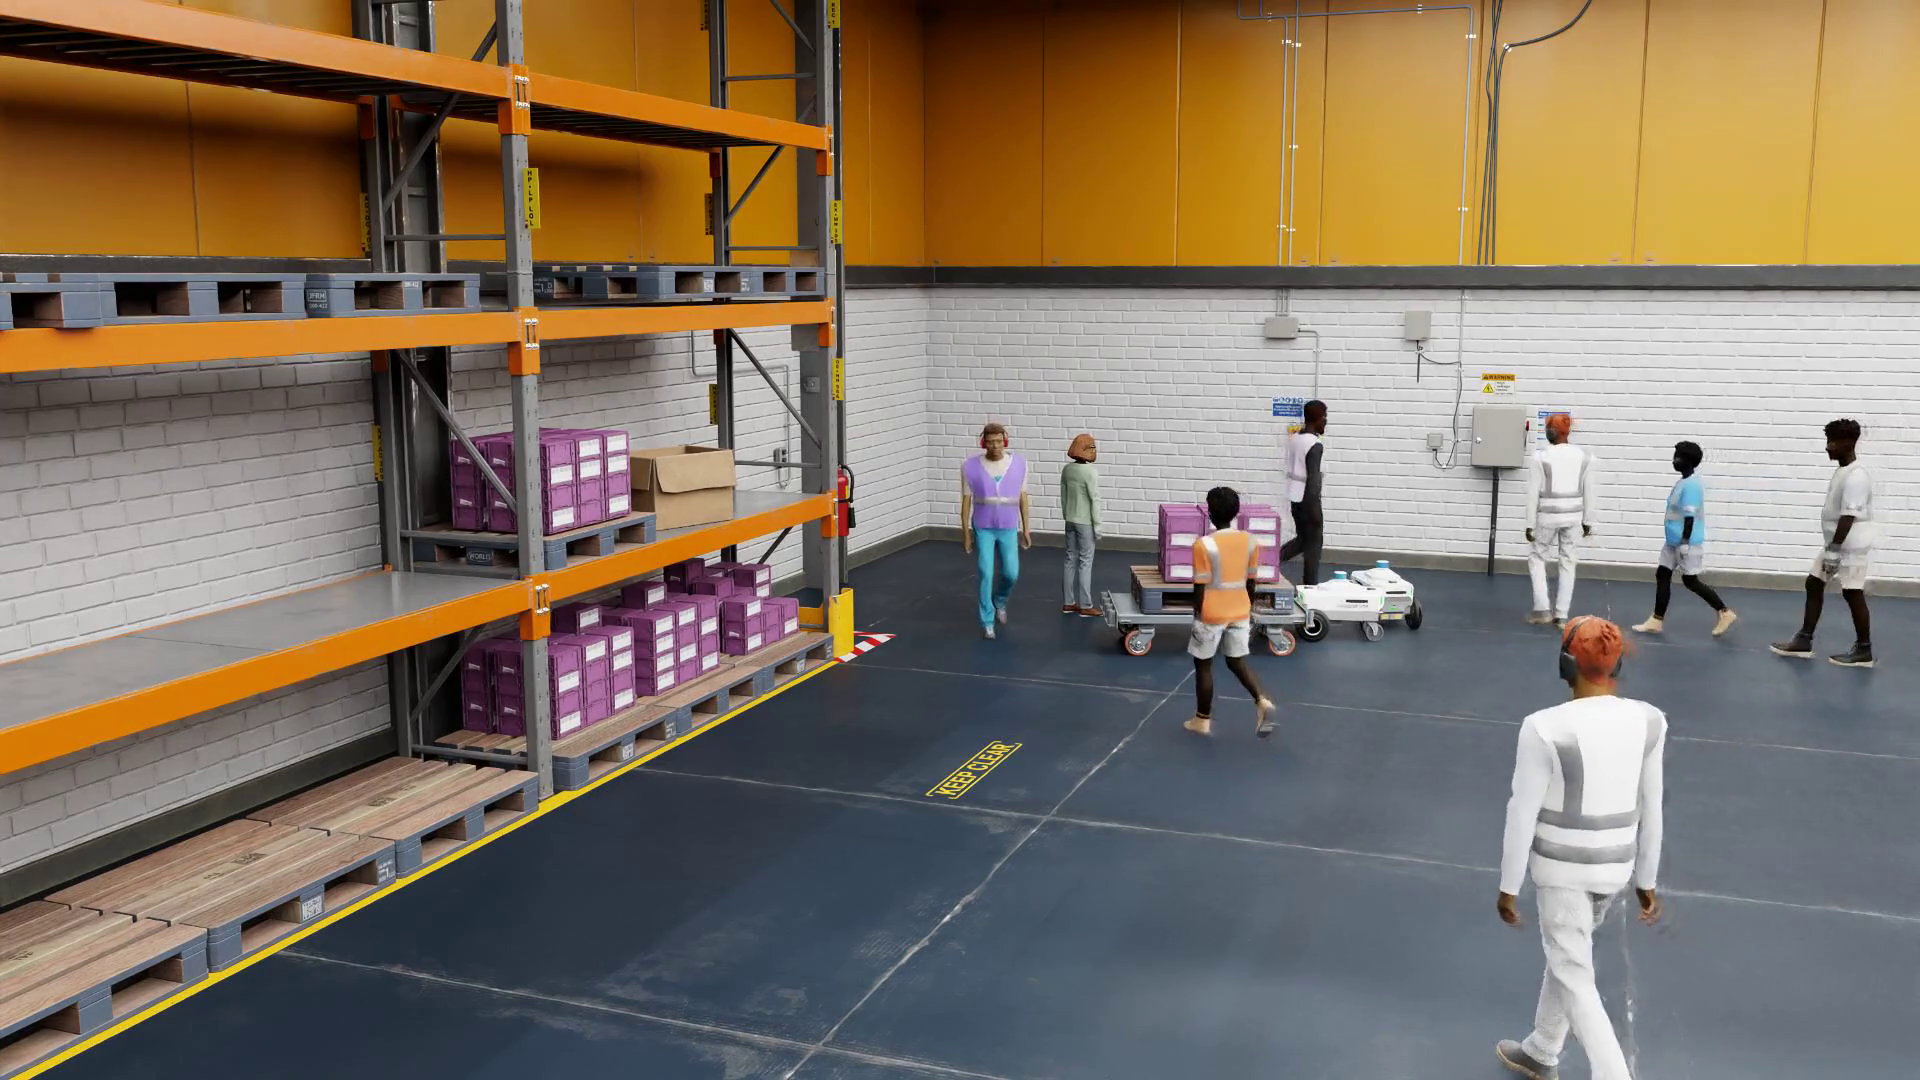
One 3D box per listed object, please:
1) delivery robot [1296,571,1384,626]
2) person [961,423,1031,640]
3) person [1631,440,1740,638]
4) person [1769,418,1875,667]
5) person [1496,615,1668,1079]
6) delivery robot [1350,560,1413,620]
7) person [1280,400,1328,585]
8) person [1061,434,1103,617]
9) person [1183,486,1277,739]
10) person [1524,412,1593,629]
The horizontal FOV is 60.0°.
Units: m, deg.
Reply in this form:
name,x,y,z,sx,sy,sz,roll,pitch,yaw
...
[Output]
name,x,y,z,sx,sy,sz,roll,pitch,yaw
delivery robot,3.173,0.506,13.898,0.707,0.478,0.477,1,9,6
person,0.298,-0.086,13.934,0.601,1.821,0.491,-1,9,-9
person,6.123,-0.005,13.919,0.779,1.665,0.534,2,9,12
person,6.733,0.023,12.892,0.851,1.930,0.621,3,9,17
person,2.226,1.187,5.879,0.585,1.852,0.926,-3,9,-17
delivery robot,3.654,0.421,14.431,0.477,0.478,0.707,-1,9,-7
person,3.146,-0.355,15.427,0.664,1.895,0.596,-1,9,-7
person,1.090,-0.132,14.831,0.279,1.631,0.501,-6,11,-34
person,1.748,0.491,10.781,0.540,1.681,0.652,-5,11,-31
person,5.146,-0.166,14.310,0.638,1.871,0.472,0,9,0
